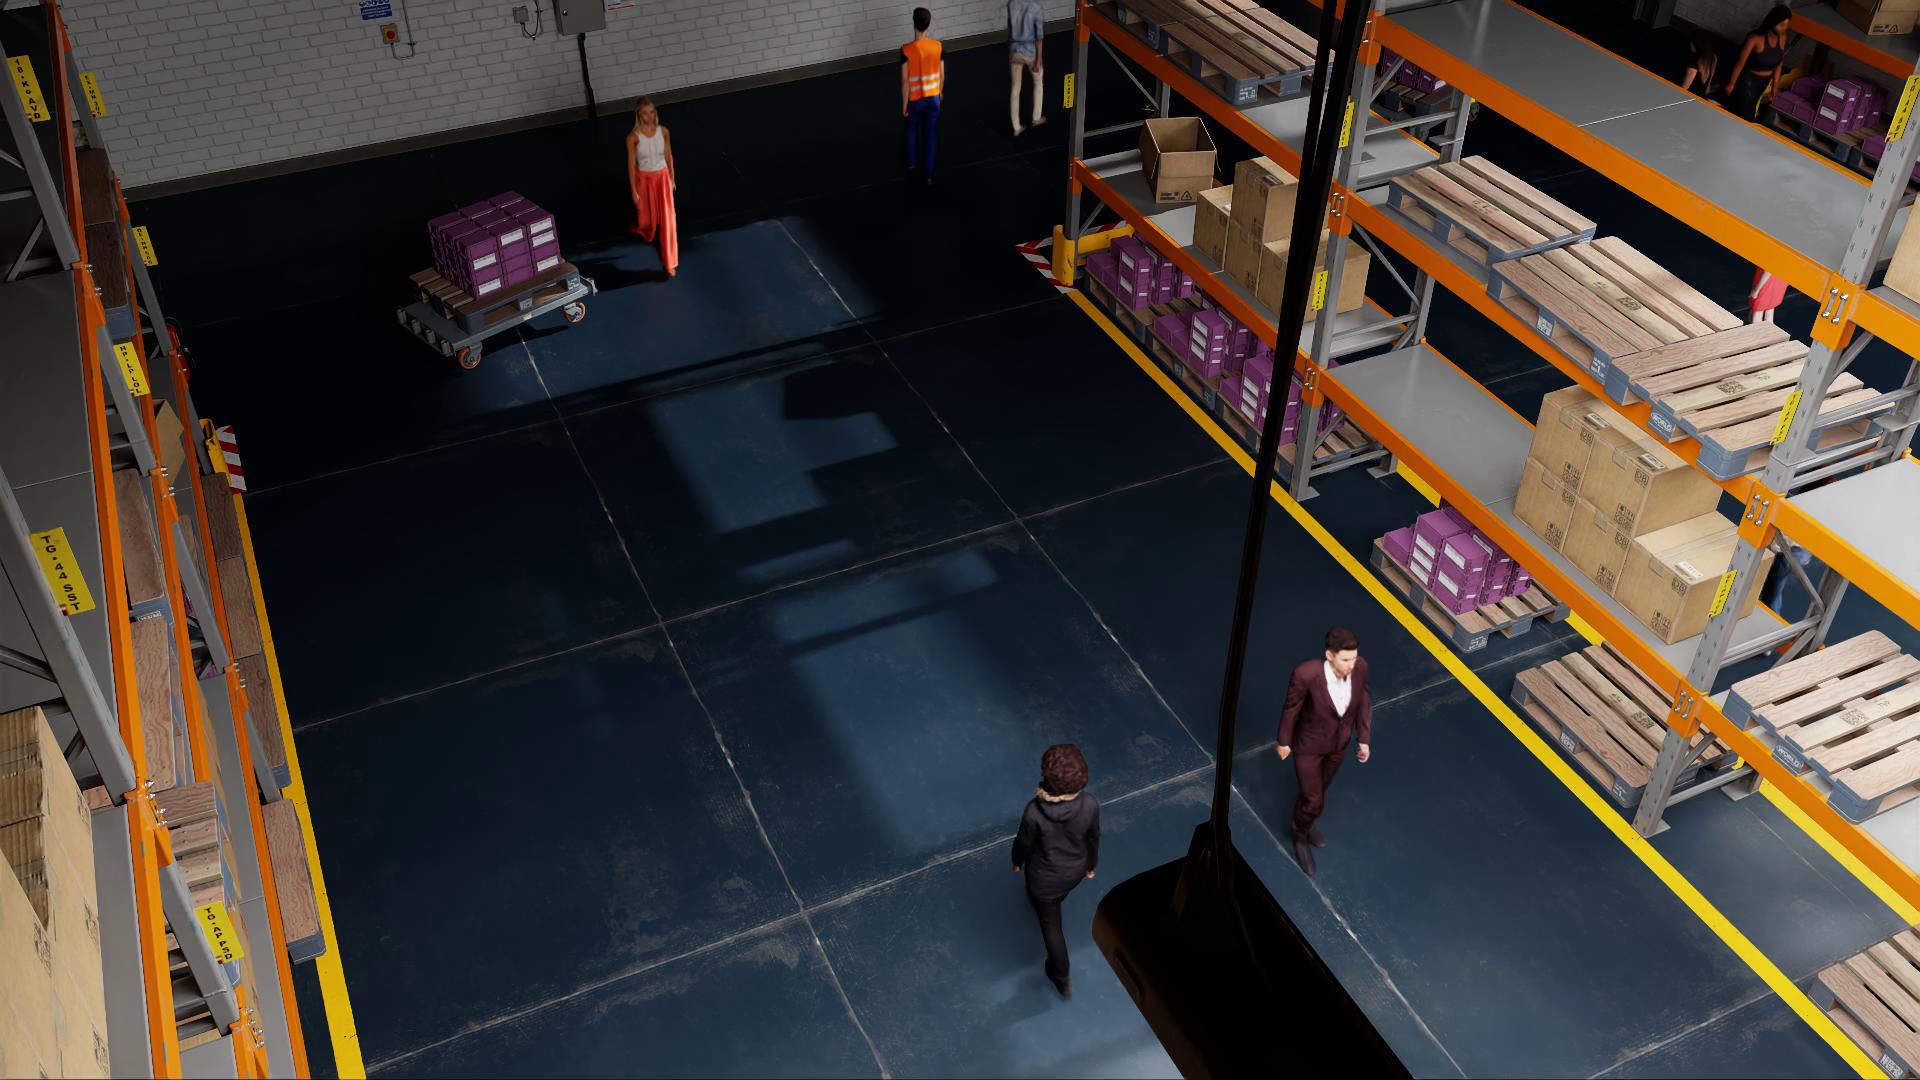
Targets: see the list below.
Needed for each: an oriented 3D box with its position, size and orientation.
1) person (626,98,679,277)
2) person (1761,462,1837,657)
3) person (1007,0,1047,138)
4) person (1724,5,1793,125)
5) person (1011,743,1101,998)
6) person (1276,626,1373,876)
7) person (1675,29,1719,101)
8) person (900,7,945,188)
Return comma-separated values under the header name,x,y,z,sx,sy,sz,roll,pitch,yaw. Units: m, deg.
name,x,y,z,sx,sy,sz,roll,pitch,yaw
person,-3.033,-3.495,16.228,0.669,1.787,1.017,-21,43,-24
person,5.907,0.159,11.707,0.624,1.717,0.590,-20,43,-23
person,0.673,-5.388,18.568,0.906,1.824,0.953,16,41,19
person,8.542,-4.955,18.084,0.765,1.751,1.254,-11,40,-14
person,0.574,1.923,9.488,0.727,1.730,1.104,-11,40,-14
person,2.200,1.184,10.321,0.706,1.846,0.726,-15,41,-17
person,7.784,-4.600,17.681,0.790,1.699,0.753,-22,44,-25
person,-0.368,-4.632,17.591,0.752,1.862,1.004,-11,40,-14
